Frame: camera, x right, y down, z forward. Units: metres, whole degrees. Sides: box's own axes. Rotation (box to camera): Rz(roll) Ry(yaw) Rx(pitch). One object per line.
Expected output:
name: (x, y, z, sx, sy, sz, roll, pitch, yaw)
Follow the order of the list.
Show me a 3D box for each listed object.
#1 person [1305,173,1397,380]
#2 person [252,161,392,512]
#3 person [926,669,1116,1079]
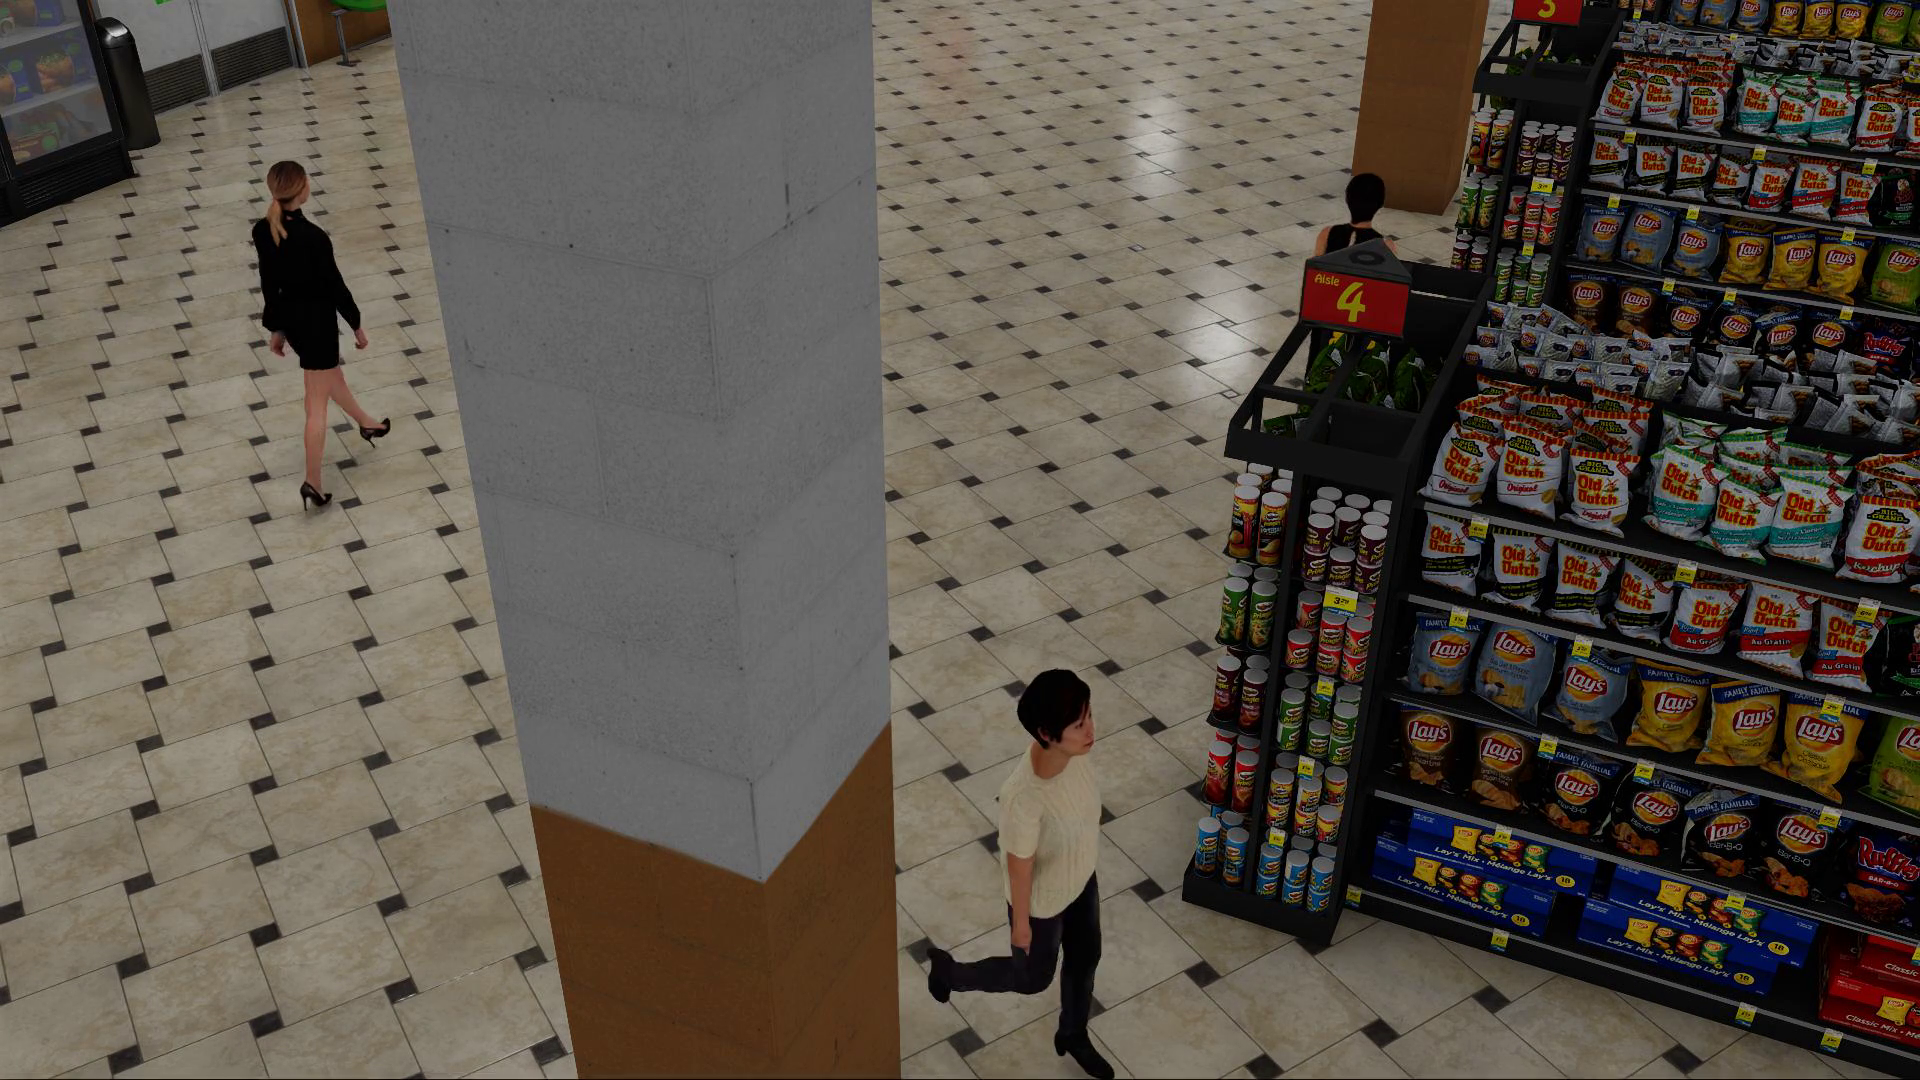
person: (1.929, -1.046, 8.490, 0.955, 1.569, 0.674, 14, 35, 21)
person: (-3.244, -0.951, 8.190, 1.055, 1.724, 0.754, 9, 33, 14)
person: (0.209, 1.048, 5.126, 0.922, 1.568, 0.662, 18, 36, 26)
